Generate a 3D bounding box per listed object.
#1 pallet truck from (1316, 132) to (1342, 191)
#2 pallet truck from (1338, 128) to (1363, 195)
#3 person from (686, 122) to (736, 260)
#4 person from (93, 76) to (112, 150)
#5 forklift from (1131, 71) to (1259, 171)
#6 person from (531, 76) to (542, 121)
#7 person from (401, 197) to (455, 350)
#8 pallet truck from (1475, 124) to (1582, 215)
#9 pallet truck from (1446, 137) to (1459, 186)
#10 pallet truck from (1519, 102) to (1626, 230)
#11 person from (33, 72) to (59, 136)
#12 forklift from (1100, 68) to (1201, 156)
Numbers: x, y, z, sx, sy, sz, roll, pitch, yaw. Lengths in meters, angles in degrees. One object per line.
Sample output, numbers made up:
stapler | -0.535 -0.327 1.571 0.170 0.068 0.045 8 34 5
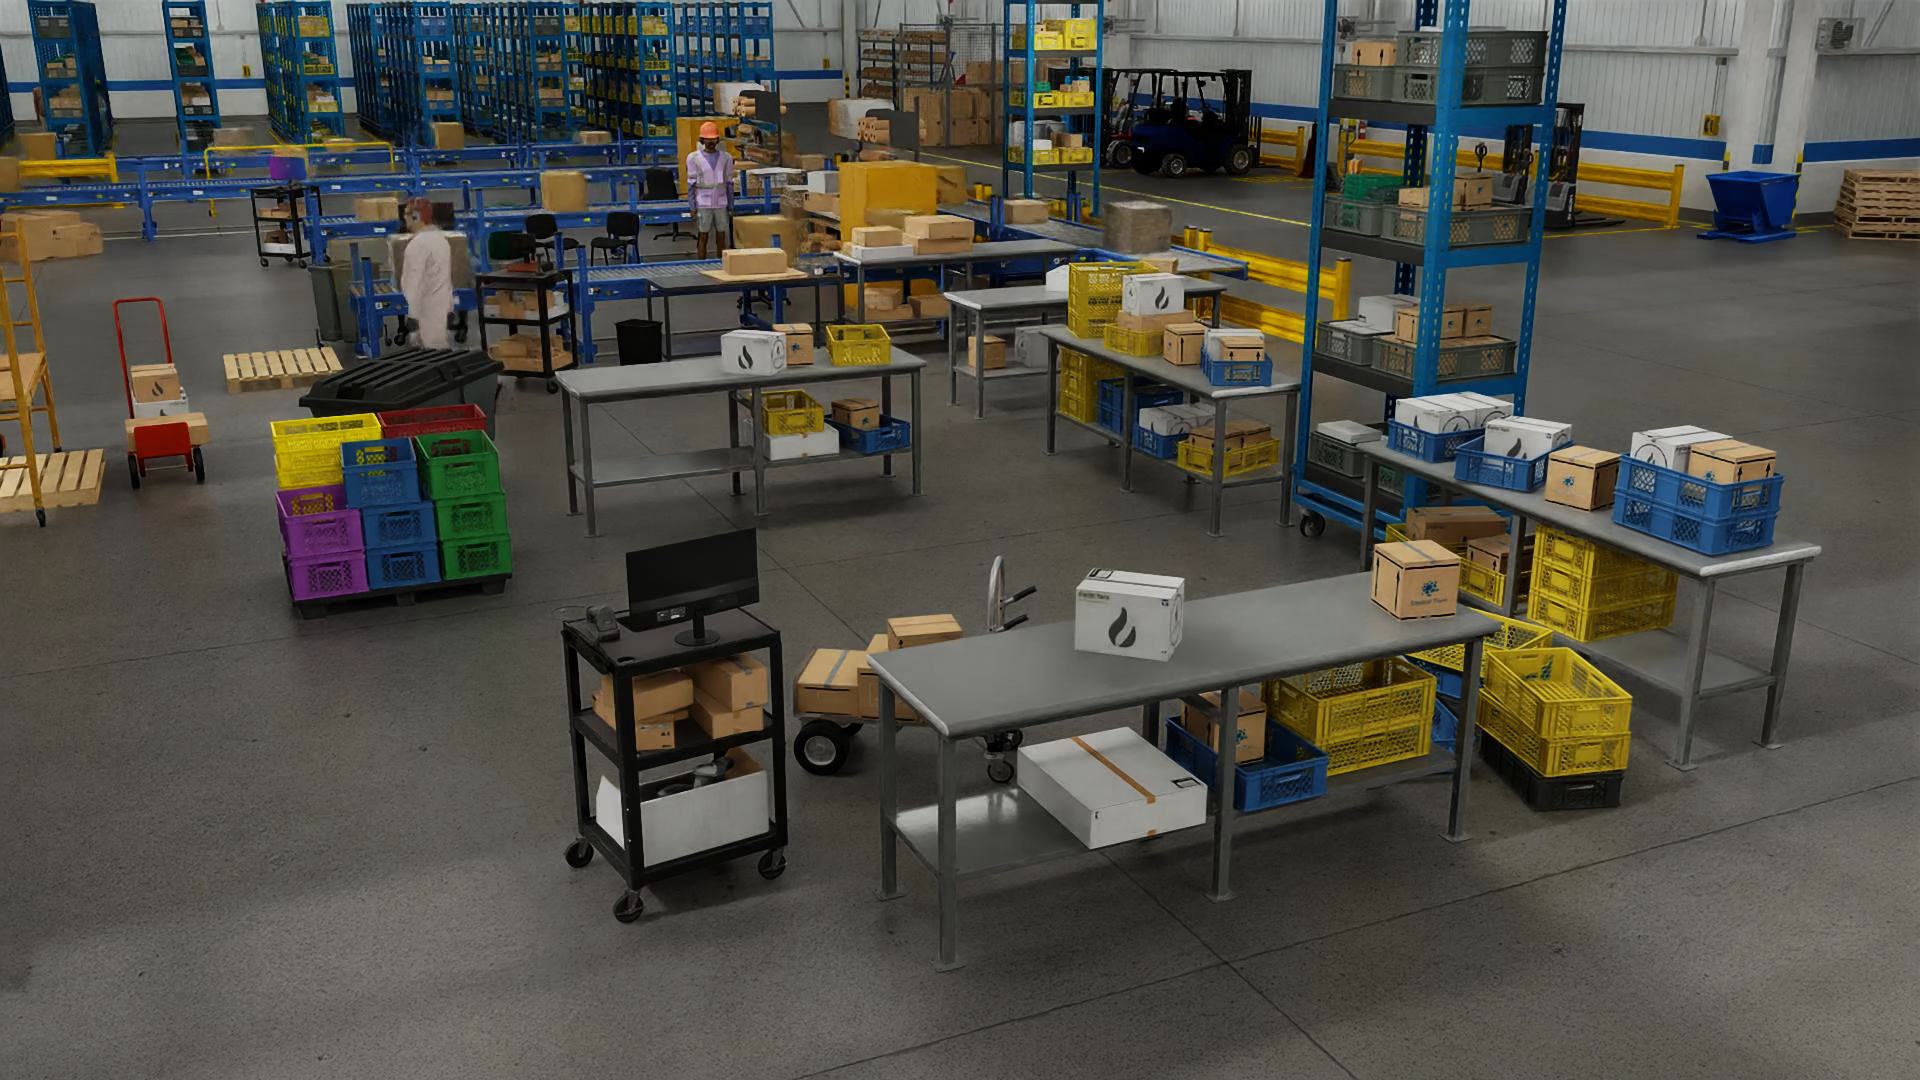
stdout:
pallet truck | 7.723 -7.504 32.656 1.601 1.201 0.680 -8 19 -23
pallet truck | 7.845 -7.140 31.411 1.522 1.261 0.704 -9 20 -25
person | -3.139 -4.254 21.096 0.611 2.043 0.375 -8 19 -24
person | -21.676 -10.735 41.872 0.420 1.816 0.609 -9 20 -25
forklift | 4.998 -8.936 35.413 2.680 1.987 1.157 -9 20 -25
person | -11.686 -12.068 46.029 0.378 1.844 0.569 -8 19 -23
person | -4.488 -2.002 14.285 0.876 1.871 0.634 -2 18 -5
pallet truck | 9.707 -6.455 28.103 1.885 1.965 0.823 -7 19 -20
pallet truck | 9.184 -6.485 29.328 1.630 1.274 0.653 -8 19 -23
pallet truck | 9.972 -6.037 26.785 1.885 1.965 0.823 -9 20 -25
person | -21.901 -10.232 40.004 0.608 1.995 0.377 -11 21 -30
forklift | 4.082 -9.564 37.410 2.680 1.987 1.157 -8 19 -23
